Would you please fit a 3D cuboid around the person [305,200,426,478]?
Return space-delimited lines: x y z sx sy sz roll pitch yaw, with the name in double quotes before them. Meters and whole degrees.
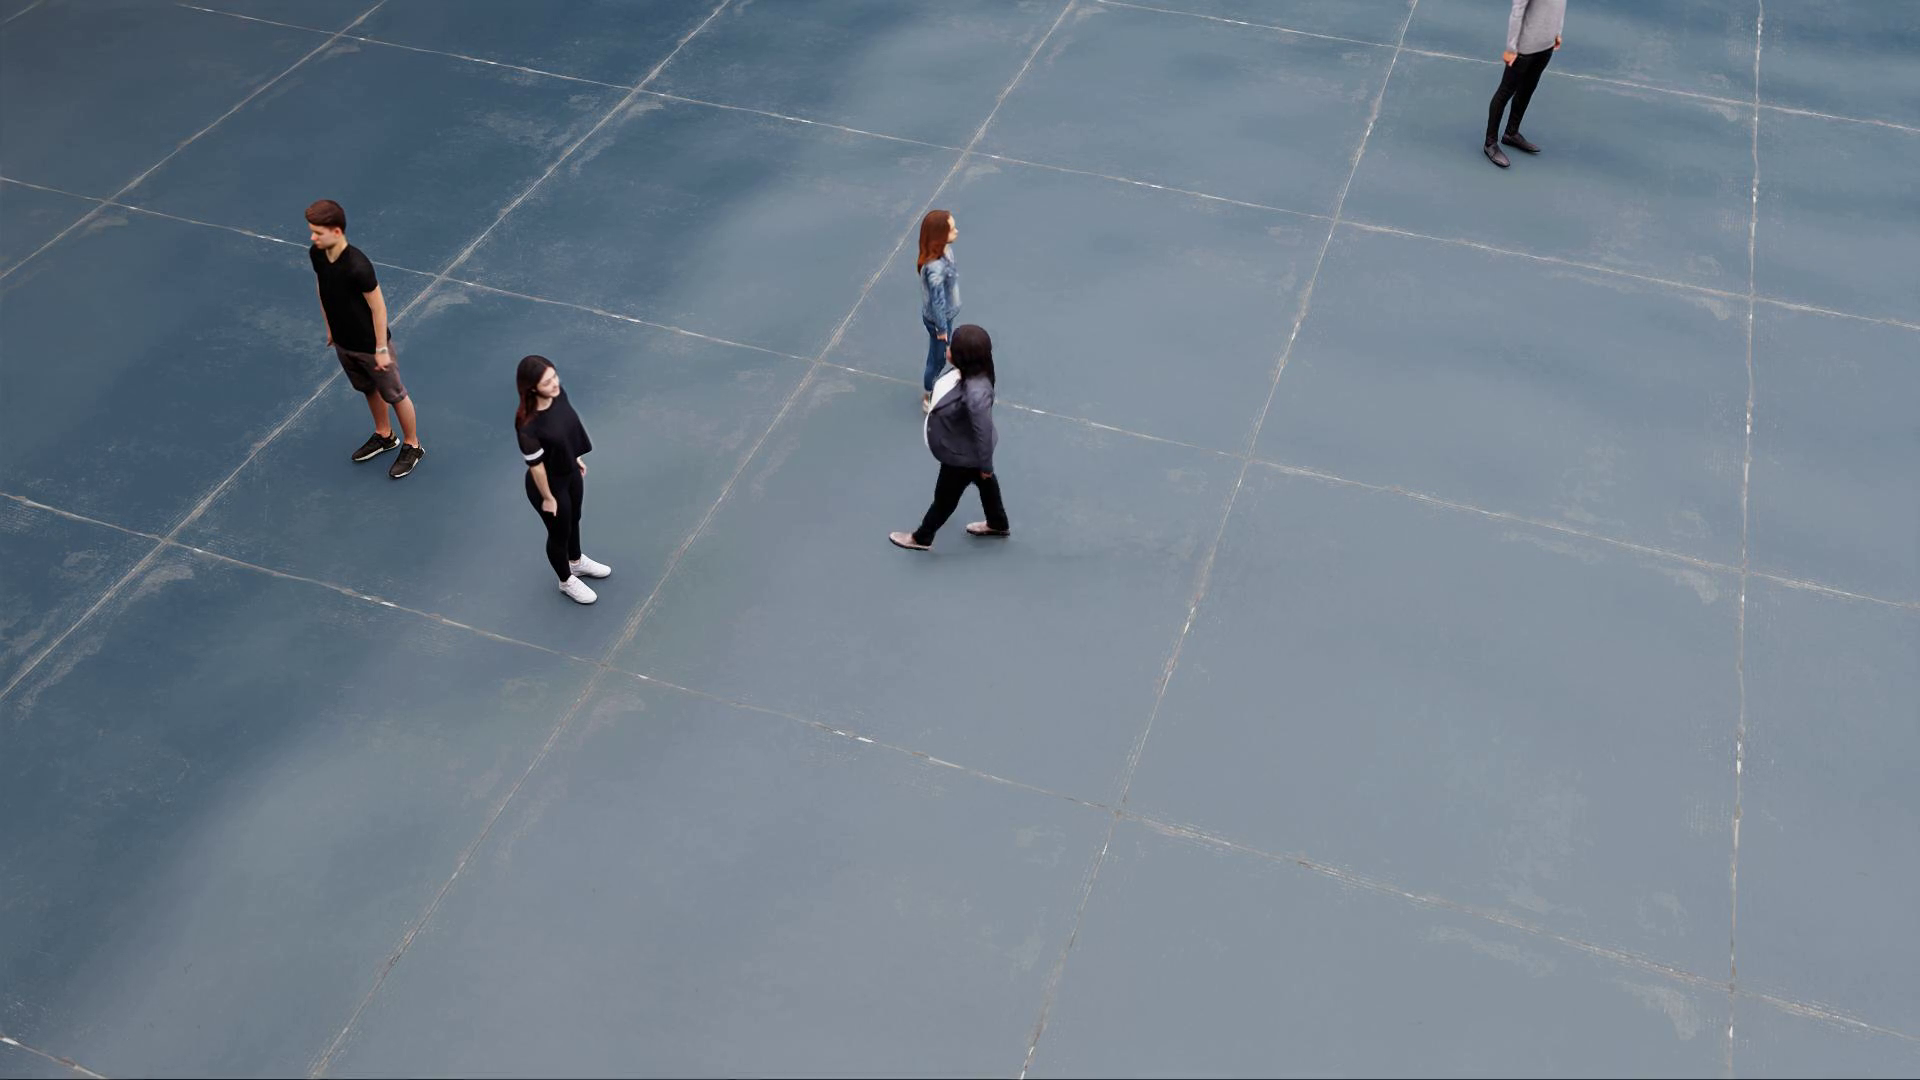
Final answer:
"person" -3.597 -1.234 10.029 0.590 1.862 0.773 23 48 22

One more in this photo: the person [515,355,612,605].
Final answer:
"person" -2.244 -0.351 9.246 0.603 1.639 0.620 10 44 10

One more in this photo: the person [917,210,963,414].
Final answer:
"person" -0.138 -1.447 10.540 0.587 1.475 0.606 1 43 2

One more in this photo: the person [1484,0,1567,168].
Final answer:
"person" 4.401 -3.869 12.806 0.837 1.923 0.860 -24 48 -24

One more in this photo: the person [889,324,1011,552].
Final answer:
"person" 0.121 -0.555 9.521 1.061 1.562 0.878 0 43 0
